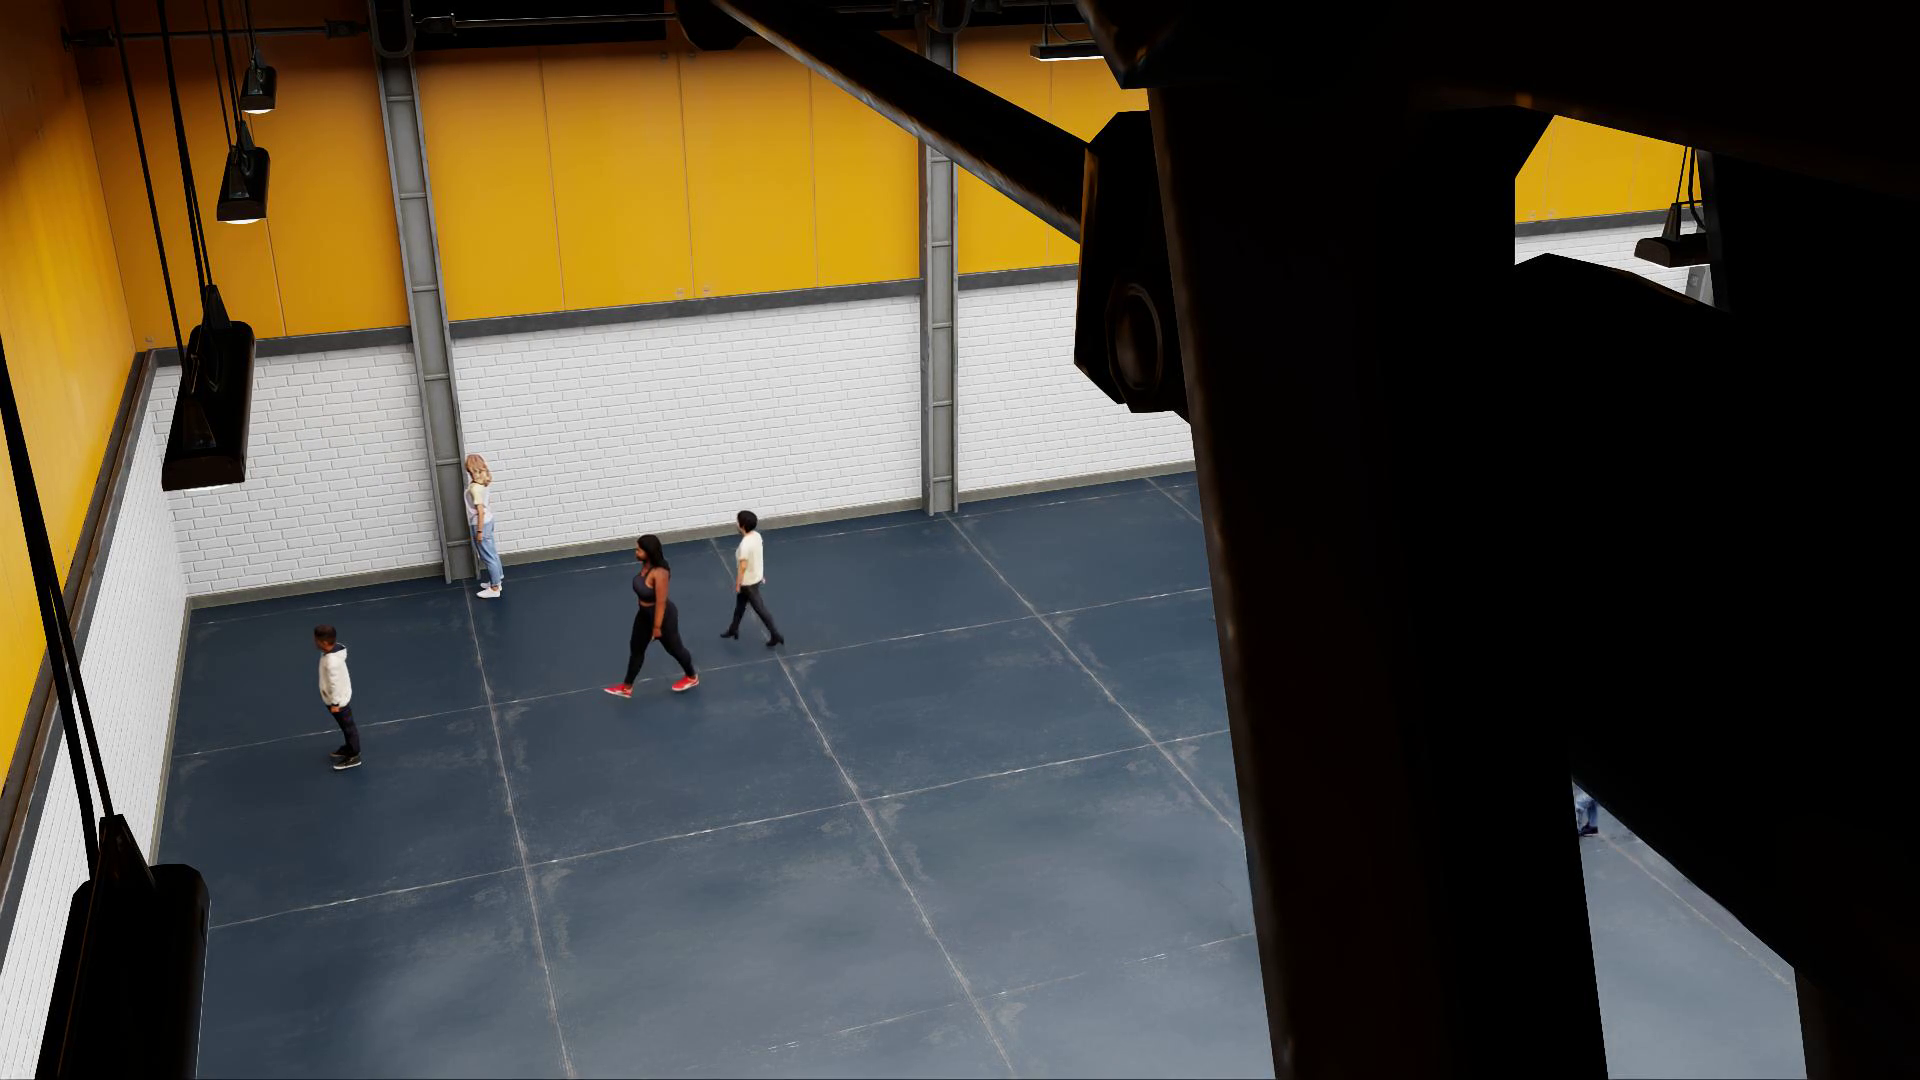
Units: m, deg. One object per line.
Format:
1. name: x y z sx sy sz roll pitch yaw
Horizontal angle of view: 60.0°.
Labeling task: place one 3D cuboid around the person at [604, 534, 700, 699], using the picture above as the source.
1. person: -2.957 0.777 16.714 1.256 1.758 0.842 -13 27 -28

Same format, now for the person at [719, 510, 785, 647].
1. person: -2.163 0.455 17.715 1.081 1.547 0.921 5 24 12

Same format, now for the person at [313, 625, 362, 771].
1. person: -5.819 1.442 15.578 0.521 1.450 0.583 -10 25 -21

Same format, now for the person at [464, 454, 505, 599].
1. person: -5.423 -0.166 18.917 0.633 1.722 0.684 -2 24 -4
